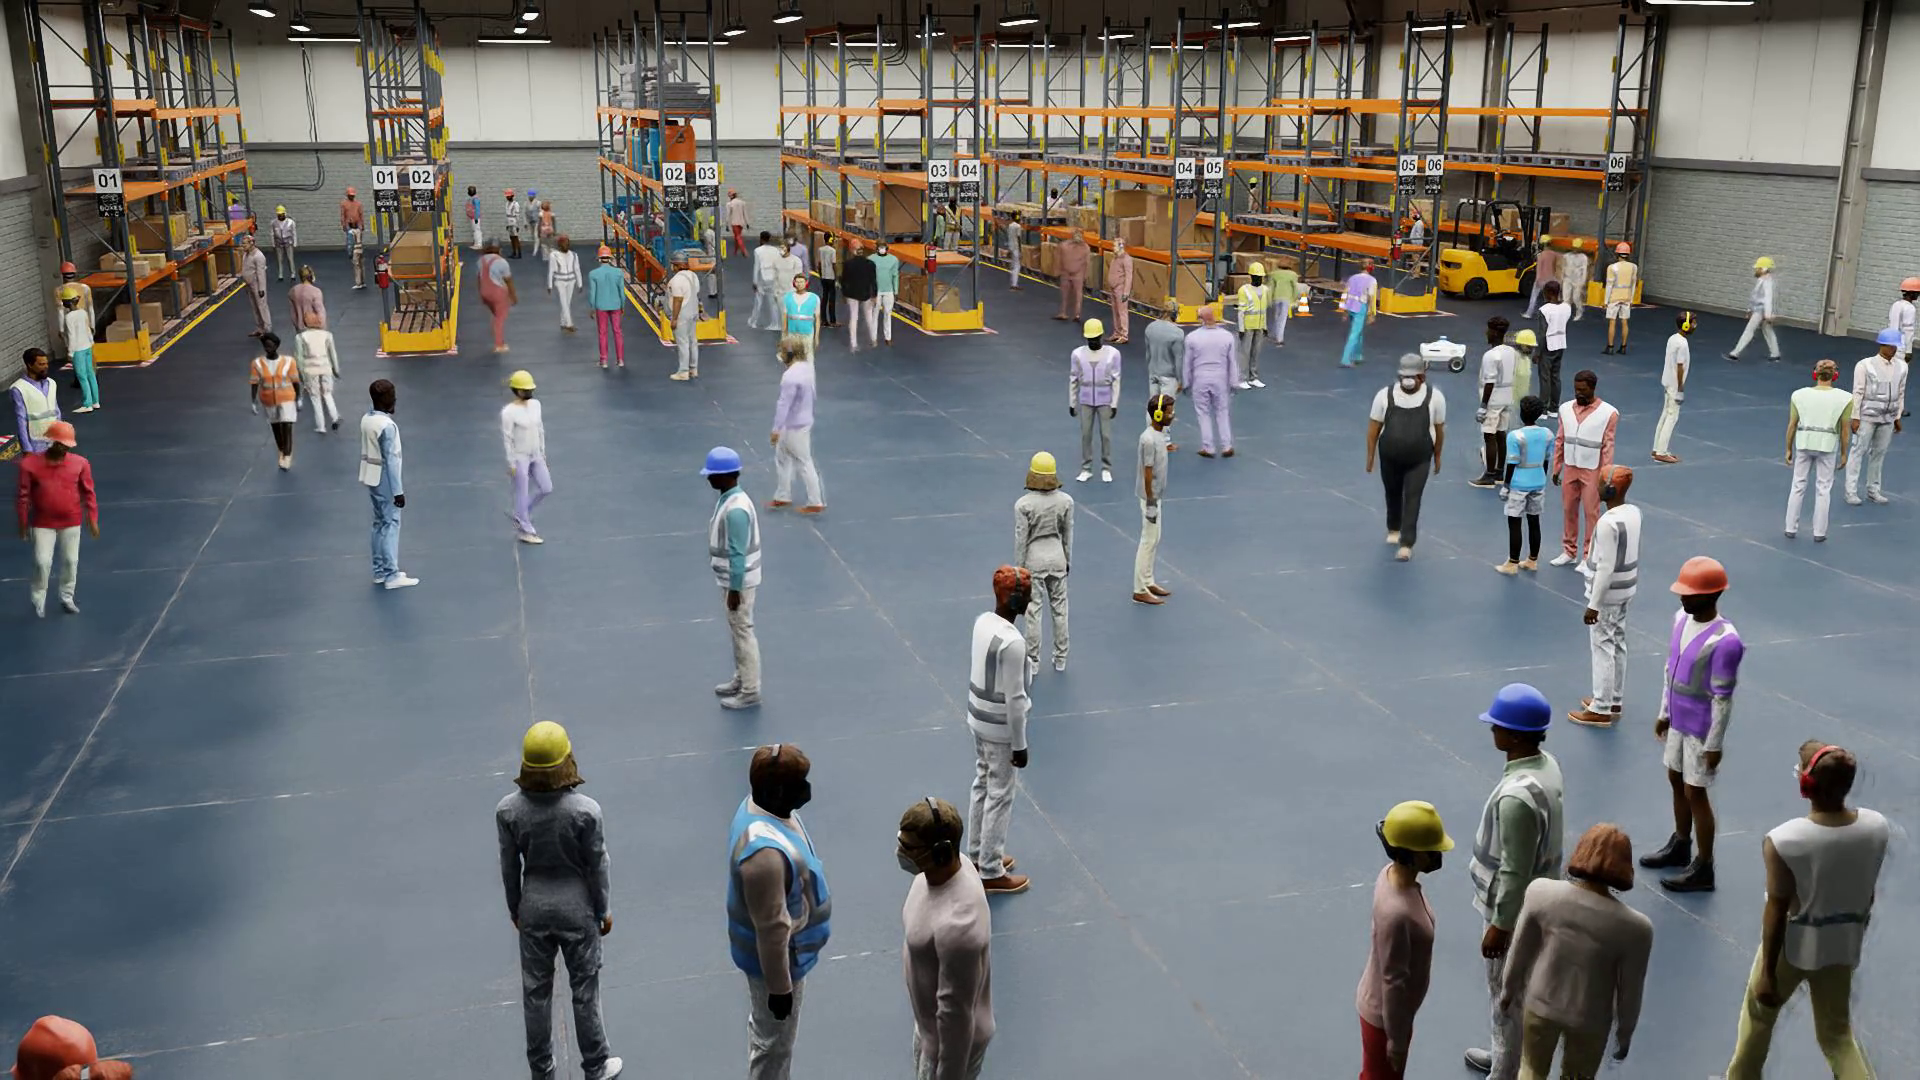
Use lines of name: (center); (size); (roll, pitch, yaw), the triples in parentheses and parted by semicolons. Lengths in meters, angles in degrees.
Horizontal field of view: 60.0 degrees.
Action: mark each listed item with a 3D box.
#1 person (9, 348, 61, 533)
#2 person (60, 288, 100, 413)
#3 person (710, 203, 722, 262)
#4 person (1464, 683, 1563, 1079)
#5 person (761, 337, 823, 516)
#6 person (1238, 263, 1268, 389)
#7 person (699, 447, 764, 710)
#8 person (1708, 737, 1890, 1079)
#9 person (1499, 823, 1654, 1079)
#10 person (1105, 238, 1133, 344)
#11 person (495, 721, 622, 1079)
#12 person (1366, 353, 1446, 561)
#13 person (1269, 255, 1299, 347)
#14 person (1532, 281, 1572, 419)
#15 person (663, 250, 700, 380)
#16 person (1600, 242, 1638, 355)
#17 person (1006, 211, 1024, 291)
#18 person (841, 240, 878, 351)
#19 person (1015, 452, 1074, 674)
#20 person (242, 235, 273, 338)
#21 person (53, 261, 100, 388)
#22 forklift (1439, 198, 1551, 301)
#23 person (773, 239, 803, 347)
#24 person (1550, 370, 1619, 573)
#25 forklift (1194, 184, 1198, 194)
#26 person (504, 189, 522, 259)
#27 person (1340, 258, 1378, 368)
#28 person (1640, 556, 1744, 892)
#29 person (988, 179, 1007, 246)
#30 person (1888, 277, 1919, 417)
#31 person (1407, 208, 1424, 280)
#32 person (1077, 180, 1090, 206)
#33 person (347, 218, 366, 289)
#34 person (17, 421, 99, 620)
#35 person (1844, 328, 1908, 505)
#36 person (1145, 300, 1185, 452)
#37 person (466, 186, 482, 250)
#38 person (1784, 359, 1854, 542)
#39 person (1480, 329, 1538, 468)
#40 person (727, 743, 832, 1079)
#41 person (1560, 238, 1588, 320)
person: (-9.415, -1.015, 17.010); (0.388, 1.912, 0.590); (2, 15, 9)
person: (-12.503, -2.687, 23.575); (0.315, 1.770, 0.524); (0, 15, -1)
person: (-6.650, -8.541, 45.269); (0.351, 1.941, 0.545); (0, 15, 0)
person: (2.400, 1.557, 7.256); (0.402, 1.945, 0.614); (8, 17, 28)
person: (-1.846, -1.197, 17.699); (0.843, 1.909, 0.648); (1, 15, 3)
person: (4.507, -3.288, 25.526); (0.594, 1.926, 0.366); (-11, 18, -35)
person: (-1.660, 0.268, 12.140); (0.421, 1.938, 0.603); (-4, 15, -14)
person: (3.570, 1.720, 6.910); (0.577, 1.820, 0.902); (-3, 15, -10)
person: (2.399, 1.904, 6.587); (0.548, 1.608, 0.493); (11, 18, 35)
person: (2.875, -4.519, 30.200); (0.406, 1.906, 0.654); (-5, 16, -18)
person: (-1.777, 1.628, 7.377); (0.487, 1.746, 0.289); (1, 15, 4)
person: (4.342, -0.881, 16.251); (0.705, 2.000, 1.014); (6, 16, 21)
person: (5.862, -4.319, 30.014); (0.508, 1.611, 0.733); (10, 18, 33)
person: (8.203, -2.639, 23.112); (0.590, 1.915, 0.392); (-10, 18, -32)
person: (-4.438, -3.570, 26.371); (0.536, 2.000, 0.672); (5, 16, 19)
person: (11.427, -4.181, 28.866); (0.543, 1.939, 0.361); (-2, 15, -6)
person: (1.254, -6.687, 38.520); (0.418, 1.816, 0.630); (-9, 18, -32)
person: (-1.786, -4.349, 29.508); (0.661, 1.932, 0.809); (-2, 15, -6)
person: (0.637, 0.177, 12.841); (0.485, 1.744, 0.294); (-5, 16, -19)
person: (-13.123, -4.707, 30.935); (0.641, 1.899, 0.394); (14, 20, 41)
person: (-13.597, -3.304, 25.570); (0.373, 1.933, 0.549); (13, 20, 40)
forklift: (11.913, -6.508, 37.130); (2.313, 2.155, 1.214); (-4, 15, -15)
person: (-3.075, -4.396, 29.698); (0.626, 1.933, 0.373); (9, 17, 30)
person: (5.874, -0.663, 15.701); (0.415, 1.907, 0.595); (-12, 19, -37)
forklift: (7.392, -11.333, 53.972); (1.873, 2.768, 1.129); (-4, 15, -15)
person: (-12.431, -8.769, 46.162); (0.547, 1.929, 0.384); (14, 20, 42)
person: (6.643, -3.753, 27.531); (0.831, 1.792, 0.564); (-7, 17, -26)
person: (4.091, 1.018, 9.332); (0.392, 1.928, 0.545); (-1, 15, -4)
person: (1.115, -9.840, 50.050); (0.972, 2.004, 0.605); (-13, 19, -39)
person: (13.217, -2.712, 23.336); (0.361, 1.940, 0.543); (1, 15, 4)
person: (11.190, -7.266, 40.850); (0.349, 1.743, 0.558); (2, 15, 7)
person: (3.746, -9.965, 50.638); (0.417, 1.941, 0.607); (4, 15, 15)
person: (-14.153, -6.714, 38.968); (0.311, 1.642, 0.513); (2, 15, 7)
person: (-7.709, -0.178, 14.238); (0.598, 1.706, 0.468); (-10, 18, -33)
person: (10.024, -1.352, 18.197); (0.605, 1.950, 0.380); (-2, 15, -8)
person: (2.580, -2.051, 20.887); (0.391, 1.928, 0.631); (-12, 19, -38)
person: (-14.334, -9.499, 49.062); (0.429, 1.841, 0.633); (-7, 17, -26)
person: (8.580, -0.889, 16.681); (0.560, 1.836, 0.394); (10, 18, 32)
person: (6.504, -1.622, 19.589); (0.523, 1.747, 0.533); (-13, 20, -41)
person: (-0.740, 1.709, 6.887); (0.429, 1.841, 0.634); (-2, 15, -7)
person: (12.163, -5.147, 32.955); (0.519, 1.708, 0.728); (10, 18, 32)
